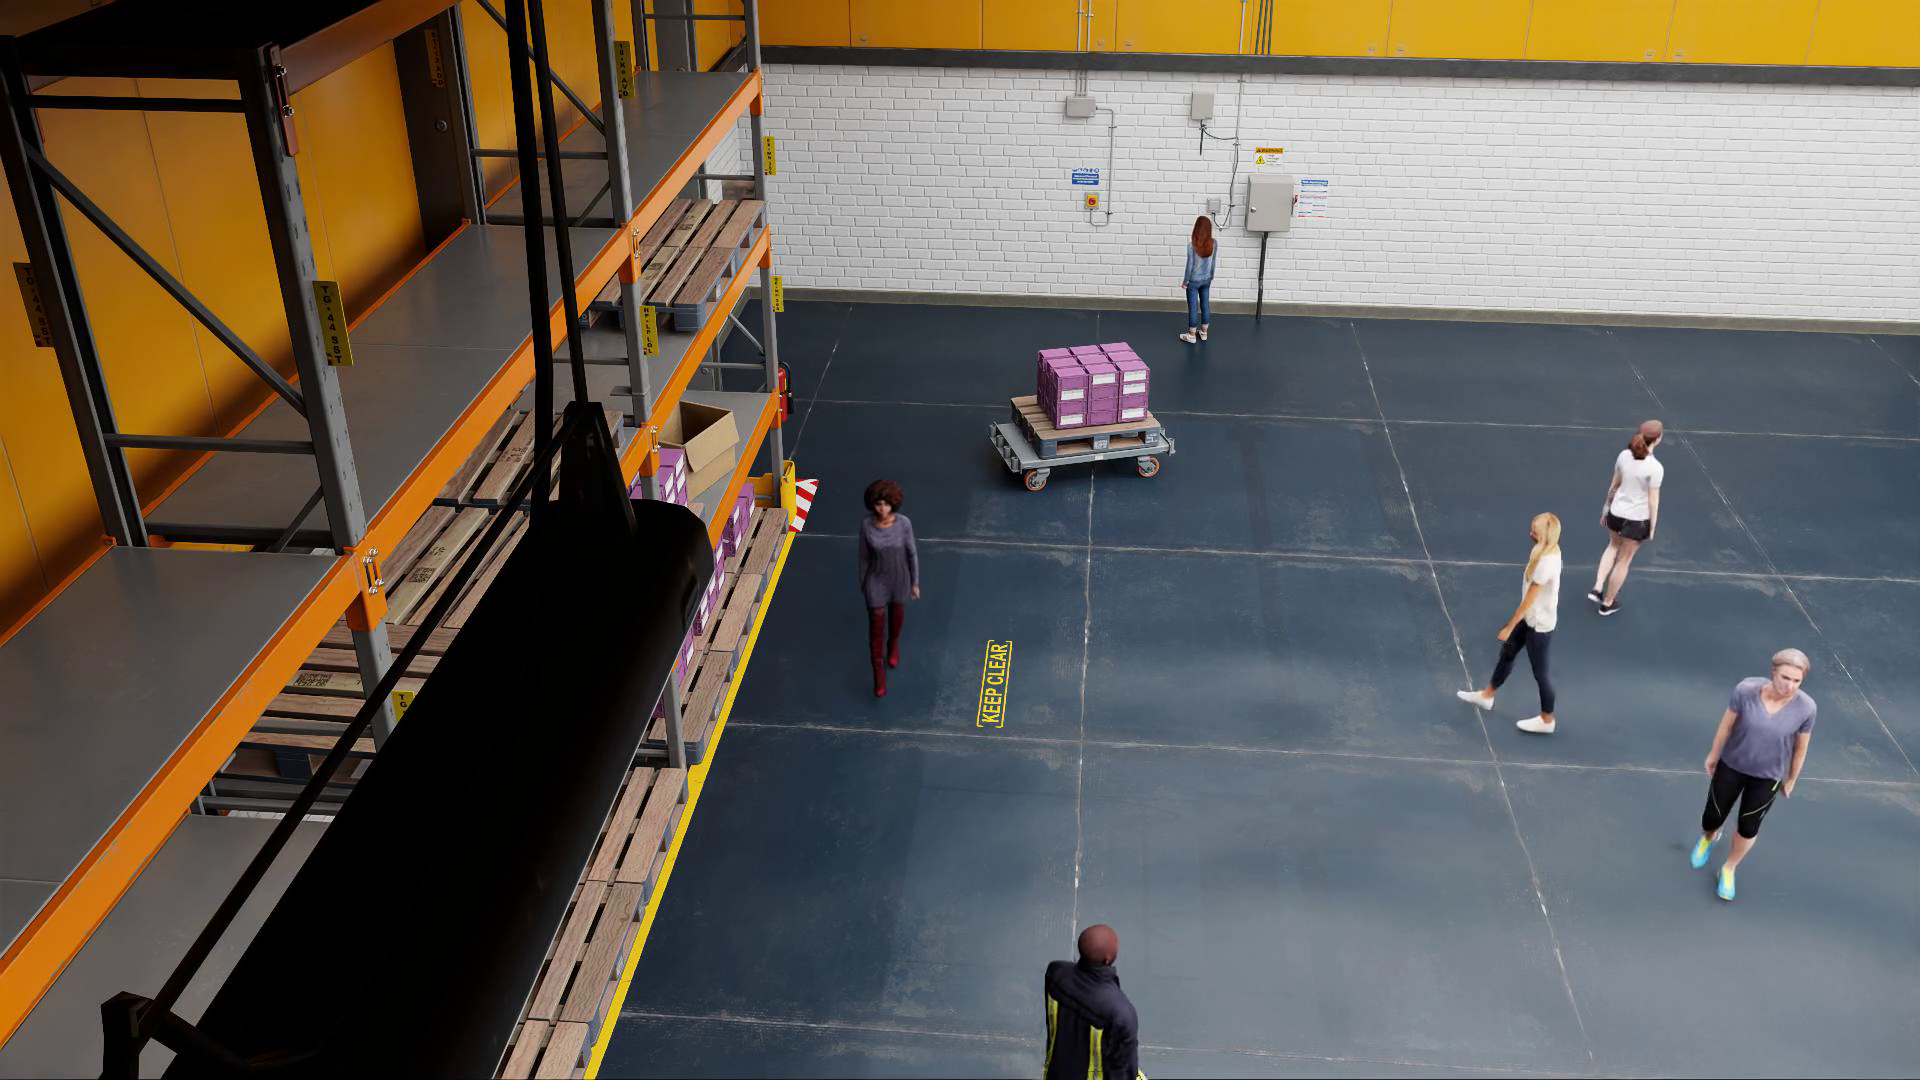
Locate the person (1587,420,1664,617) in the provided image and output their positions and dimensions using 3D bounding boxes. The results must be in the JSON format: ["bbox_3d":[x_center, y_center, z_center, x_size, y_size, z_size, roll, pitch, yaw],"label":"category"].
[{"bbox_3d":[5.363,-0.142,13.471,0.803,1.743,0.742,-20,35,-33],"label":"person"}]

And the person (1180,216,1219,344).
[{"bbox_3d":[2.728,-2.972,18.937,0.640,1.477,0.660,-14,32,-24],"label":"person"}]

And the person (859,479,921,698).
[{"bbox_3d":[-0.551,0.281,12.762,0.704,1.679,1.030,-2,29,-4],"label":"person"}]

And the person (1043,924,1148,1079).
[{"bbox_3d":[0.596,2.671,8.239,0.932,1.814,0.982,25,37,38],"label":"person"}]

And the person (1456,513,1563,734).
[{"bbox_3d":[4.265,0.635,12.013,0.747,1.775,0.917,7,29,13],"label":"person"}]

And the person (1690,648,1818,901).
[{"bbox_3d":[4.980,1.420,10.481,0.827,1.864,0.889,15,32,25],"label":"person"}]
